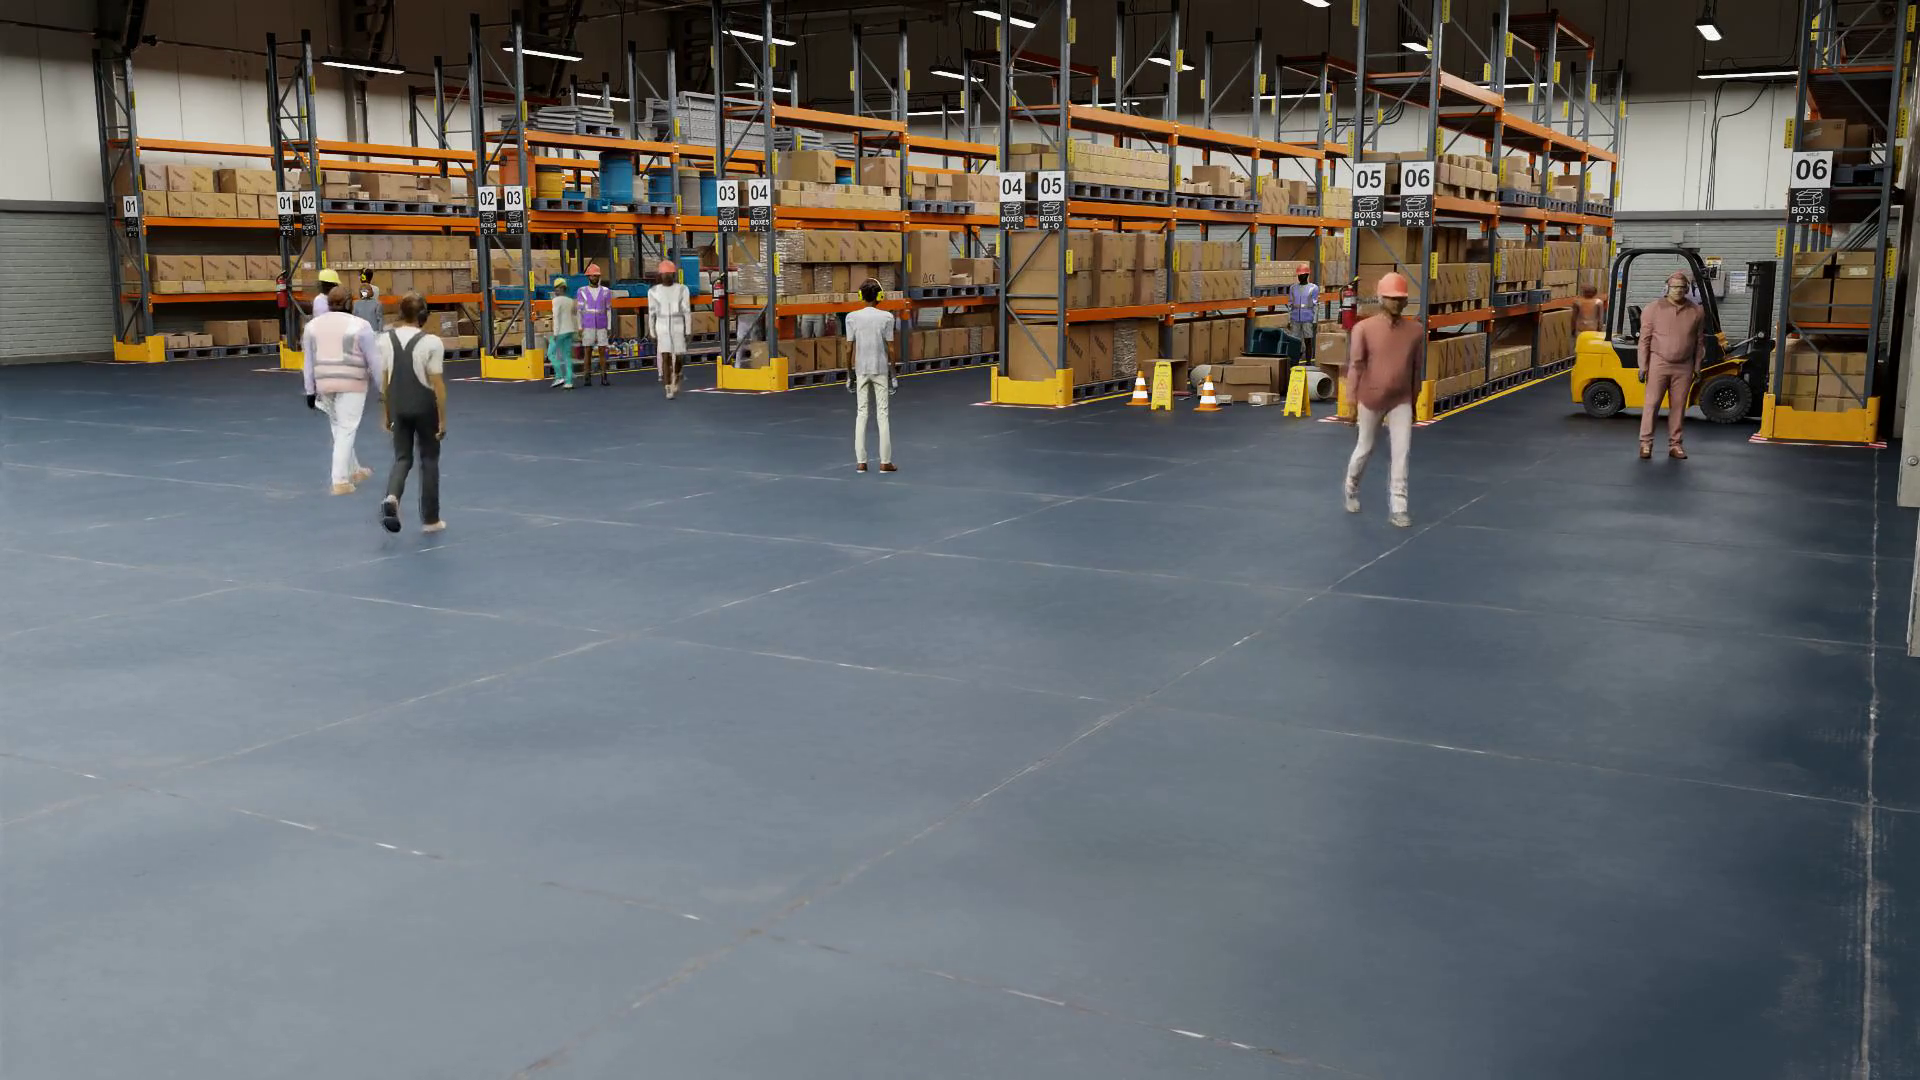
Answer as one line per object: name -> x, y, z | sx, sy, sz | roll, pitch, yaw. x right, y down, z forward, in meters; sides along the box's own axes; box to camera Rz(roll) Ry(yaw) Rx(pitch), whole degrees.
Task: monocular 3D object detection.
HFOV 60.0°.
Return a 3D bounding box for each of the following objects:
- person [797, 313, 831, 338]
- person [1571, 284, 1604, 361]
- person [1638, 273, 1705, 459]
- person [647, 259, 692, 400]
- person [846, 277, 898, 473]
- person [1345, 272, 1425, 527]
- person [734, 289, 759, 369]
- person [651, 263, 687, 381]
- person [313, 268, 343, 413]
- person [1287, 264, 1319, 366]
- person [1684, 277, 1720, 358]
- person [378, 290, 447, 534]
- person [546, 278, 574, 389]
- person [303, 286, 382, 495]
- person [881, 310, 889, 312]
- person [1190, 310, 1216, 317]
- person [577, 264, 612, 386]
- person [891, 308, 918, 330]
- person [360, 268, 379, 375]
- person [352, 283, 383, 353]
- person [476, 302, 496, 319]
person -> -2.597, -3.921, 29.538 | 0.623, 1.932, 0.369 | 0, 10, -1
person -> 10.767, -3.588, 28.545 | 0.533, 1.588, 0.853 | 5, 11, 28
person -> 7.283, -1.776, 17.039 | 0.652, 1.904, 0.402 | 1, 10, 5
person -> -4.221, -3.063, 24.213 | 0.634, 2.031, 0.579 | -2, 10, -11
person -> -0.838, -1.573, 15.951 | 0.509, 1.872, 0.329 | 2, 10, 10
person -> 3.301, -1.122, 13.082 | 0.631, 1.961, 0.960 | -1, 10, -7
person -> -3.715, -3.769, 28.974 | 0.542, 1.814, 0.973 | 3, 10, 18
person -> -4.826, -3.623, 27.585 | 0.623, 1.992, 0.396 | 3, 10, 15
person -> -8.069, -2.515, 21.326 | 0.528, 1.917, 0.594 | -2, 10, -12
person -> 6.014, -3.879, 29.254 | 0.552, 1.935, 0.367 | 6, 11, 31
person -> 11.898, -3.440, 26.826 | 0.670, 1.887, 0.449 | 8, 13, 41
person -> -4.041, -0.918, 12.237 | 0.534, 1.828, 0.620 | 1, 10, 5
person -> -6.263, -3.229, 26.017 | 0.481, 1.732, 0.557 | 4, 10, 20
person -> -5.400, -1.335, 14.754 | 0.644, 1.801, 0.918 | 2, 10, 13
person -> -1.760, -5.093, 36.445 | 0.617, 1.917, 1.033 | 5, 11, 27
person -> 4.841, -4.401, 33.187 | 0.511, 1.638, 0.308 | 2, 10, 10
person -> -5.846, -3.435, 26.641 | 0.551, 1.942, 0.345 | -3, 10, -19
person -> -1.081, -4.302, 32.253 | 0.544, 1.759, 0.489 | 4, 10, 21
person -> -10.318, -3.807, 29.030 | 0.328, 1.872, 0.514 | 2, 10, 12
person -> -9.834, -3.450, 27.631 | 0.500, 1.633, 0.280 | -1, 10, -7
person -> -10.284, -4.902, 36.128 | 0.498, 1.634, 0.278 | 6, 11, 31
